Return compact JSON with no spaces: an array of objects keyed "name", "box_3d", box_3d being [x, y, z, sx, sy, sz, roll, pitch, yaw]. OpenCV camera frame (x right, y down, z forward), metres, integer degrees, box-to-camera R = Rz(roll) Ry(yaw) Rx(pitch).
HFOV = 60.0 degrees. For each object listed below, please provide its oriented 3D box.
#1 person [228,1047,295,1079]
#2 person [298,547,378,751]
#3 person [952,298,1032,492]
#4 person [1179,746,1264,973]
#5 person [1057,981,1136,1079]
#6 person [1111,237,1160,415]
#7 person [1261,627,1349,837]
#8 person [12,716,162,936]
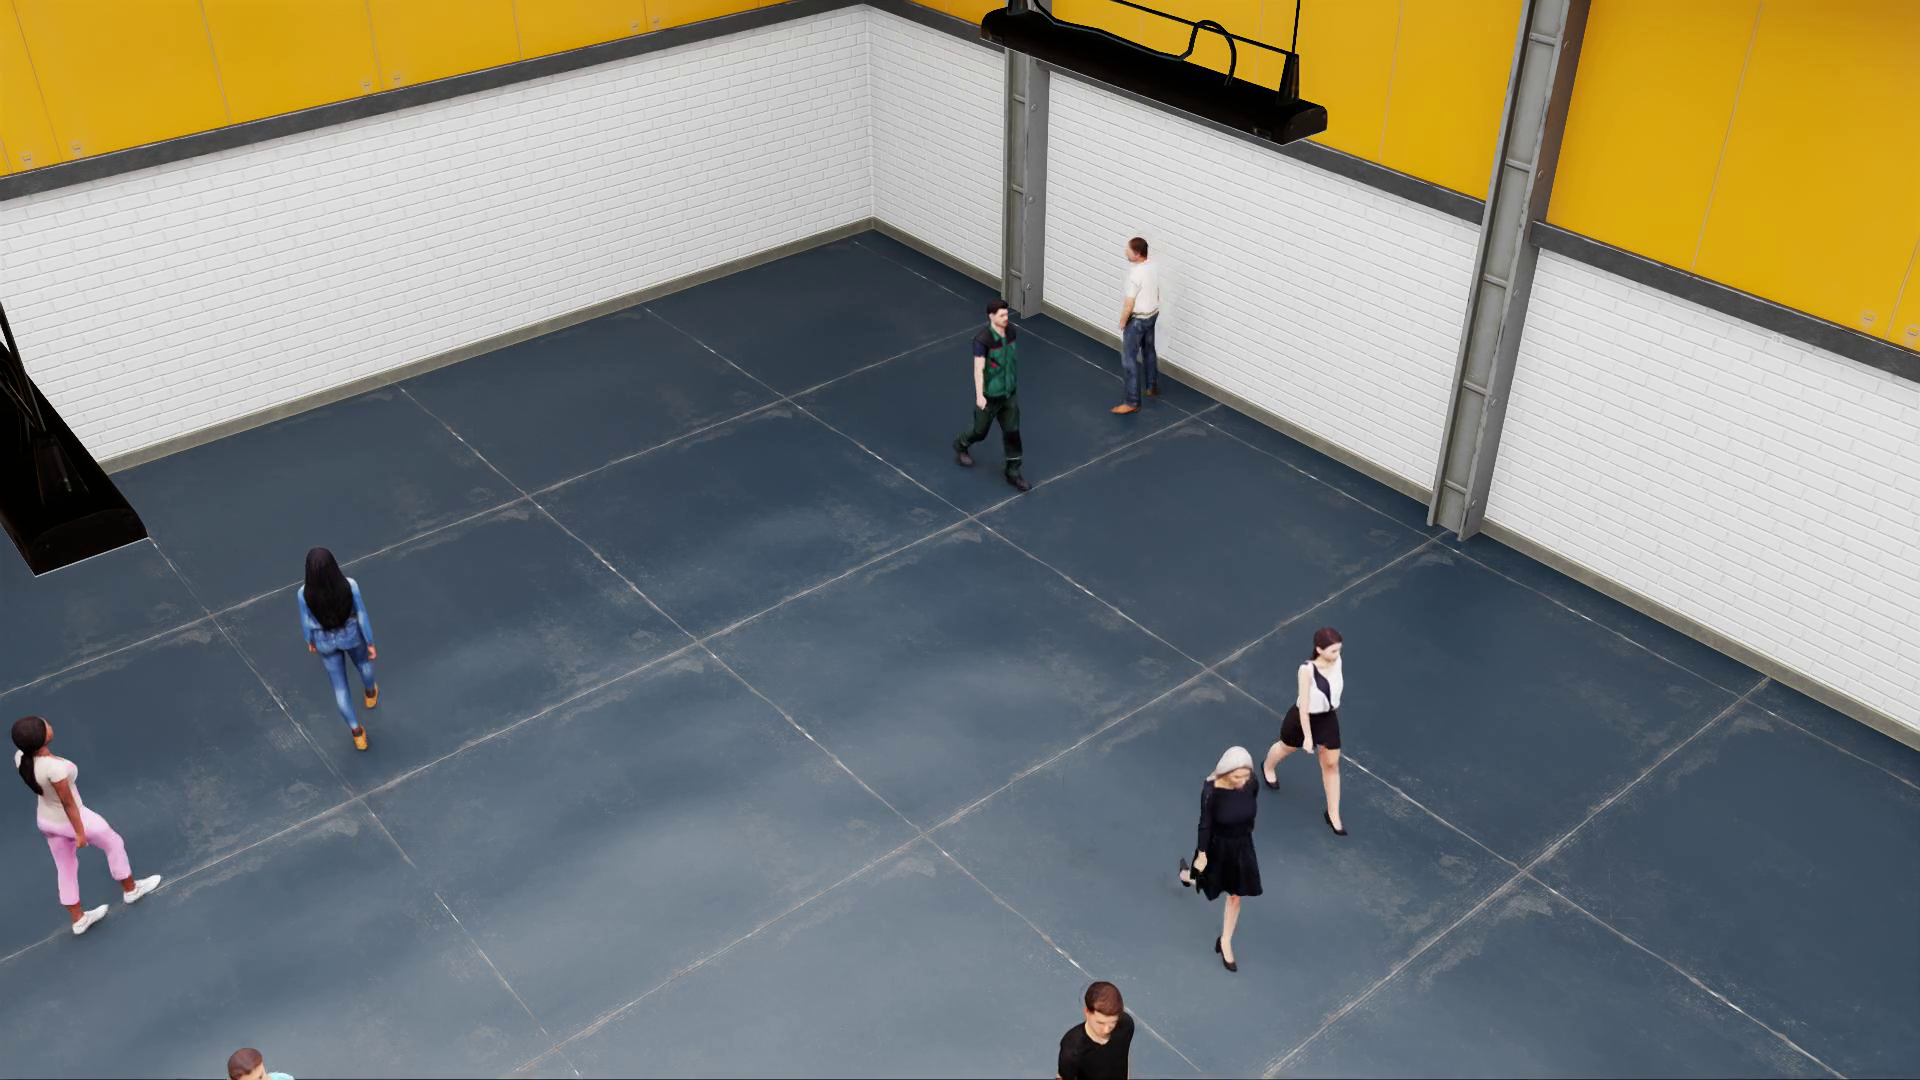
[{"name":"person","box_3d":[-3.703,3.242,8.927,0.853,1.546,0.598,28,43,35]},{"name":"person","box_3d":[-4.613,0.838,12.415,0.834,1.689,1.064,-12,36,-18]},{"name":"person","box_3d":[0.260,-1.405,15.630,0.714,1.865,1.208,-27,42,-34]},{"name":"person","box_3d":[1.658,1.951,10.710,0.803,1.723,1.074,-12,36,-18]},{"name":"person","box_3d":[0.713,3.032,8.957,0.676,1.861,0.582,-23,40,-30]},{"name":"person","box_3d":[1.887,-2.223,16.898,1.068,1.823,0.764,-27,42,-34]},{"name":"person","box_3d":[2.429,1.282,11.827,0.680,1.599,1.115,-18,38,-25]},{"name":"person","box_3d":[-5.883,1.889,10.800,0.870,1.725,0.852,13,36,18]}]
